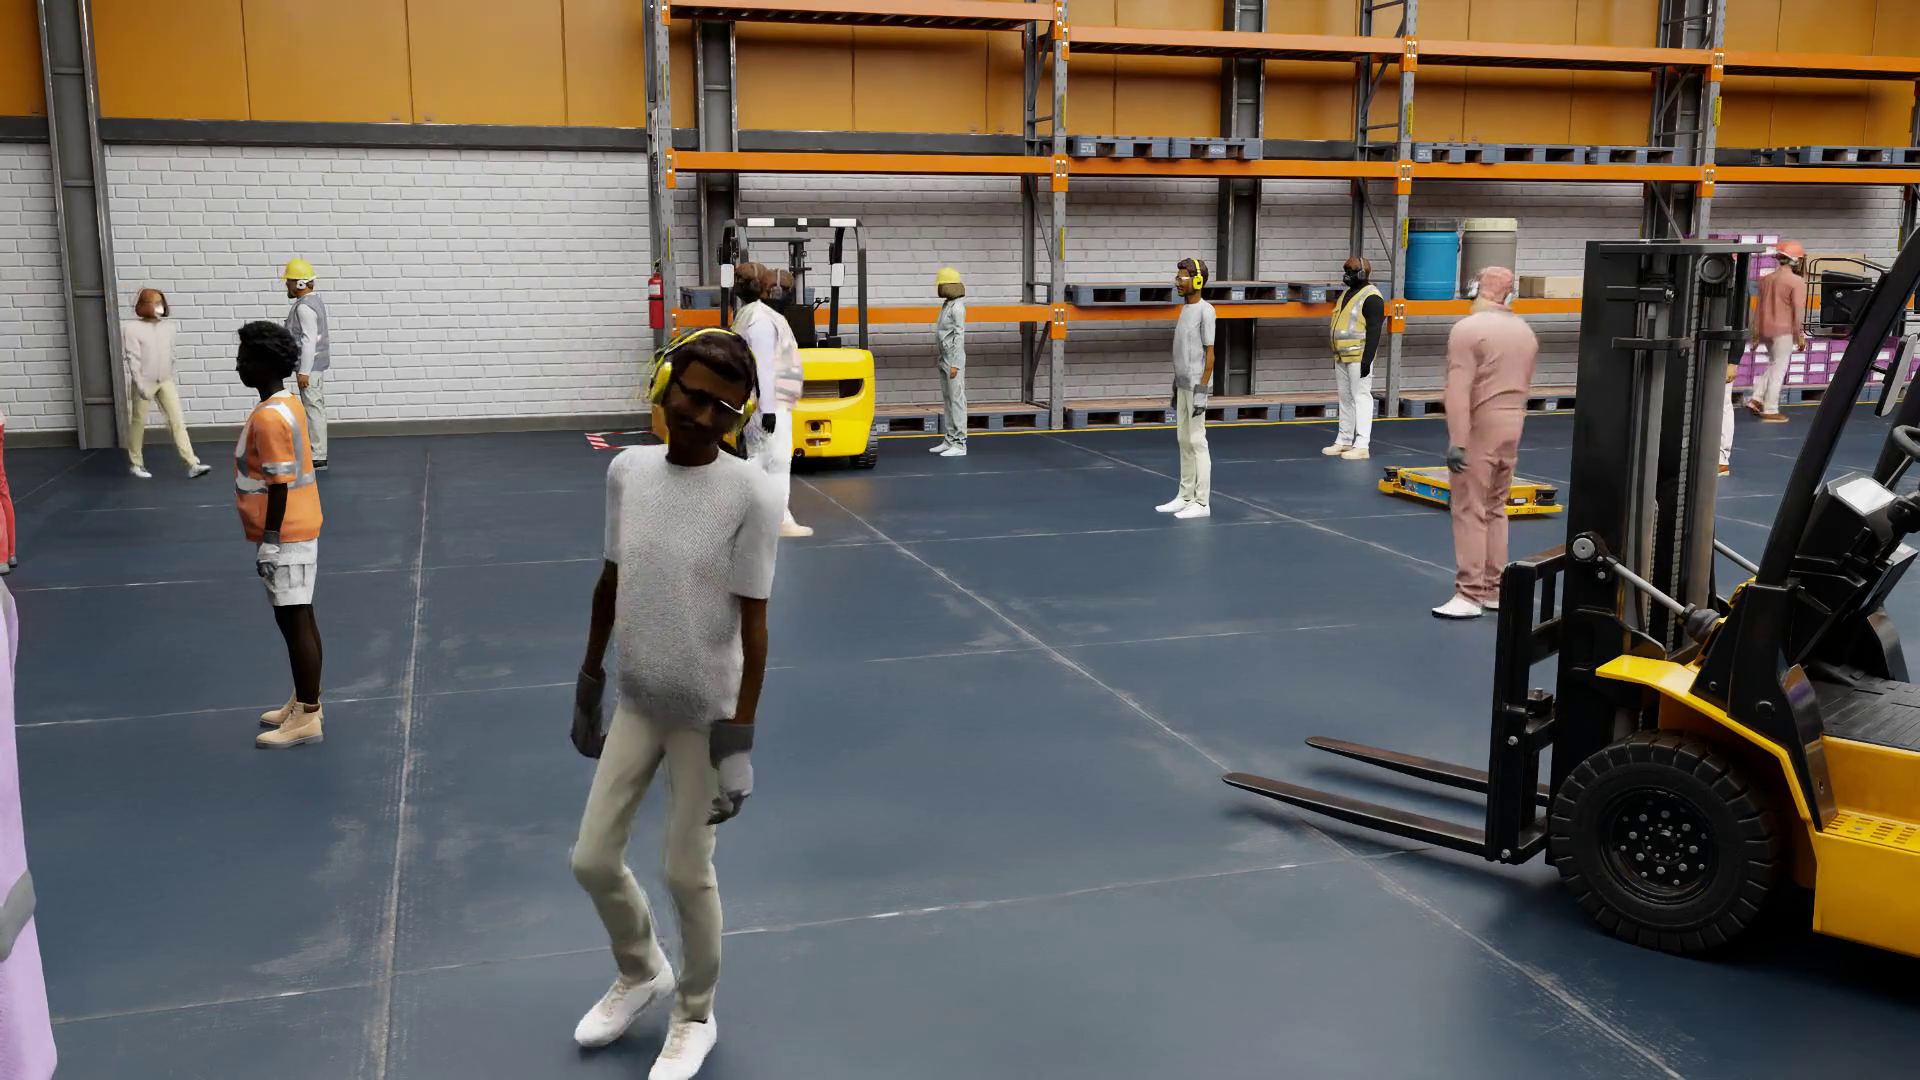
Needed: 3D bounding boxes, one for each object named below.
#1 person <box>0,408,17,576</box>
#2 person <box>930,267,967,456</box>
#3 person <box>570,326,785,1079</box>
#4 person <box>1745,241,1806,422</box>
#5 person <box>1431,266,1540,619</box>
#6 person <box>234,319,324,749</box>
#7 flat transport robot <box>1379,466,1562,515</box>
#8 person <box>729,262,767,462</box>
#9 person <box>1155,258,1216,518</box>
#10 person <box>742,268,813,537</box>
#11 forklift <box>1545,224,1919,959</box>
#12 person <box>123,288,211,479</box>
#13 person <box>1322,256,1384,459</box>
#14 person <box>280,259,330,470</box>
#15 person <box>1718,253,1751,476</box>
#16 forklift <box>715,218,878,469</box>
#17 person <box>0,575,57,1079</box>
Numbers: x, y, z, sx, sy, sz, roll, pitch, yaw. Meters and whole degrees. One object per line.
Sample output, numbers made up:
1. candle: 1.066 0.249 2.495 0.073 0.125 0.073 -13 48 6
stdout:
1. person: -5.876 -0.657 9.924 0.306 1.770 0.525 -3 11 -17
2. person: -0.098 -1.652 15.443 0.292 1.745 0.487 -3 11 -17
3. person: -0.666 0.415 3.919 0.631 1.820 0.389 5 12 26
4. person: 8.966 -2.259 18.148 0.442 1.973 0.623 -2 10 -10
5. person: 2.766 -0.522 8.938 0.805 1.865 0.436 -8 13 -38
6. person: -2.718 -0.025 6.652 0.318 1.698 0.535 -3 11 -17
7. flat transport robot: 3.824 -0.388 12.551 0.652 0.197 1.431 -3 11 -17
8. person: -1.512 -1.103 12.166 0.429 1.844 0.627 -3 11 -17
9. person: 1.657 -1.094 12.038 0.328 1.872 0.513 -3 11 -17
10. person: -1.349 -0.922 11.264 0.632 1.823 0.643 0 10 3
11. forklift: 2.909 0.117 4.508 2.313 2.155 1.214 9 14 40
12. person: -6.682 -1.287 13.844 0.866 1.590 0.496 6 12 32
13. person: 3.603 -1.665 15.250 0.429 1.844 0.627 -3 11 -17
14. person: -5.685 -1.518 14.458 0.404 1.835 0.590 -3 11 -17
15. person: 6.403 -1.541 14.140 0.376 1.997 0.612 -3 11 -17
16. forklift: -1.522 -1.778 14.899 1.214 2.155 2.313 -3 11 -17
17. person: -1.240 0.671 1.886 0.370 2.044 0.608 -3 11 -17
